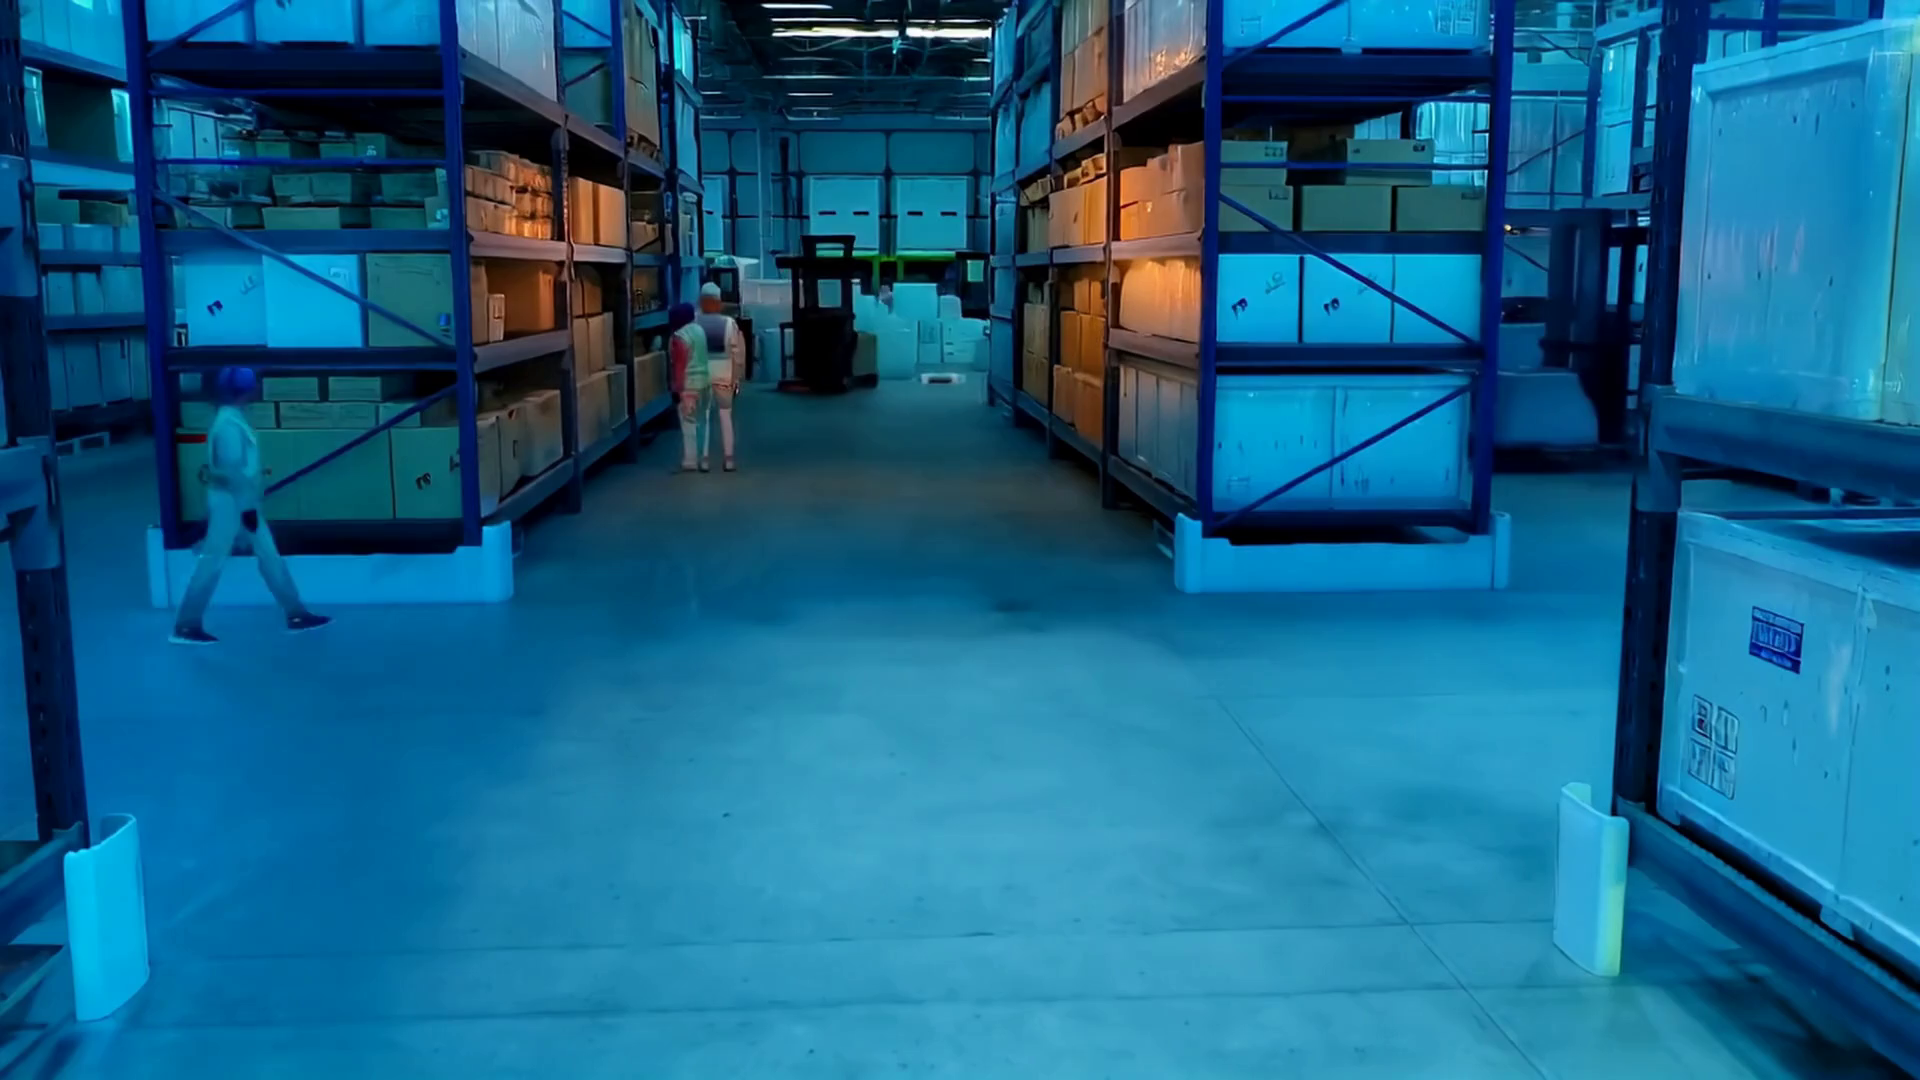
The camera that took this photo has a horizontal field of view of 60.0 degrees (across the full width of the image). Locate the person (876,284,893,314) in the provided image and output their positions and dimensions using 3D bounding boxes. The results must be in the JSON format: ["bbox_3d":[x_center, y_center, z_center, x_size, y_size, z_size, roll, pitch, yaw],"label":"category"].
[{"bbox_3d":[-1.807,-5.619,42.724,0.674,1.887,0.608,4,10,23],"label":"person"}]

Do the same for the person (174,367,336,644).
[{"bbox_3d":[-4.144,-0.194,9.588,0.876,1.588,0.543,-2,9,-14],"label":"person"}]

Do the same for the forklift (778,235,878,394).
[{"bbox_3d":[-2.342,-4.079,29.944,1.129,2.768,1.873,4,10,24],"label":"forklift"}]

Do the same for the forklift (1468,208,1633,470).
[{"bbox_3d":[6.676,-2.202,18.160,1.873,2.768,1.129,-1,9,-4],"label":"forklift"}]

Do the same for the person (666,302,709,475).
[{"bbox_3d":[-2.892,-1.601,17.645,0.430,1.841,0.624,3,10,20],"label":"person"}]

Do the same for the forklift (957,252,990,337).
[{"bbox_3d":[0.387,-7.328,50.344,1.129,2.768,1.873,-1,9,-4],"label":"forklift"}]

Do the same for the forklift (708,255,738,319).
[{"bbox_3d":[-8.312,-8.585,58.236,1.129,2.768,1.873,-1,9,-4],"label":"forklift"}]

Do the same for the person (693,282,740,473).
[{"bbox_3d":[-2.672,-1.740,17.879,0.614,2.041,0.393,-2,9,-15],"label":"person"}]

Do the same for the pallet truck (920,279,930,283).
[{"bbox_3d":[-0.932,-8.922,63.114,1.885,1.965,0.823,2,9,13],"label":"pallet truck"}]

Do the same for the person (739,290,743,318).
[{"bbox_3d":[-8.148,-8.658,61.909,0.762,1.866,0.599,3,10,19],"label":"person"}]
